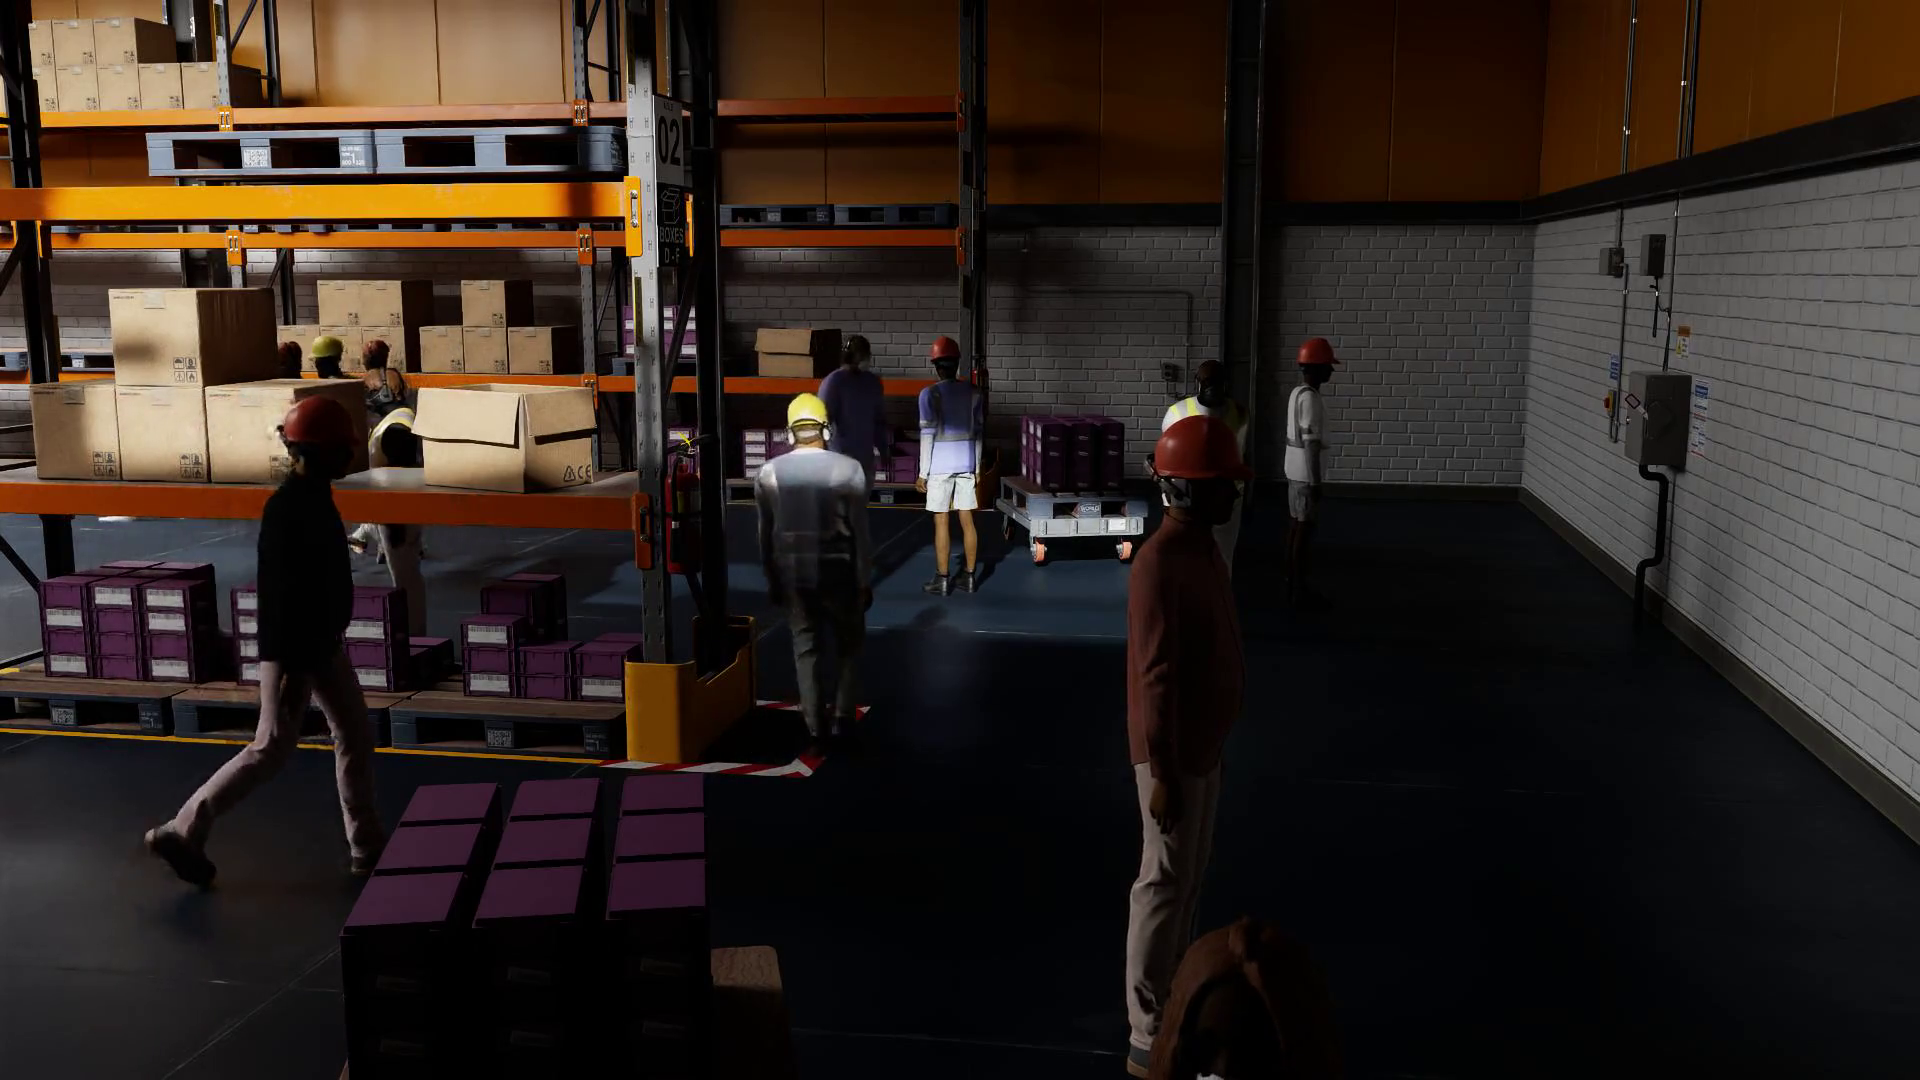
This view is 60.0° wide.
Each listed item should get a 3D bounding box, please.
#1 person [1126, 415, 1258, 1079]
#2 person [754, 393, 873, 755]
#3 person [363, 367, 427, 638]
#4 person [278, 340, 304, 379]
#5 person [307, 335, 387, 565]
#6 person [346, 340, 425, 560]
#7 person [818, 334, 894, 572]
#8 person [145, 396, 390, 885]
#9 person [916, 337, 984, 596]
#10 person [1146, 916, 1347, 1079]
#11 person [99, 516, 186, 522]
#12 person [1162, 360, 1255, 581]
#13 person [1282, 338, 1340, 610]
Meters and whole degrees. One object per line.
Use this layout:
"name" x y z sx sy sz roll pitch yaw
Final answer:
"person" 0.678 0.620 4.975 0.381 1.993 0.622 3 10 20
"person" -0.717 0.172 8.336 0.604 1.802 0.443 2 9 11
"person" -3.470 -0.141 10.206 0.429 1.837 0.628 -4 10 -22
"person" -5.116 -0.591 12.828 0.573 1.887 0.354 6 11 31
"person" -4.870 -0.679 13.269 0.608 1.916 0.617 3 10 17
"person" -4.918 -0.744 13.931 0.946 1.837 0.578 2 9 10
"person" -0.845 -0.675 13.236 0.421 1.918 0.666 7 12 38
"person" -2.657 0.412 6.454 0.969 1.955 0.645 -1 9 -6
"person" -0.088 -0.545 12.413 0.542 1.928 0.374 -5 11 -30
"person" 0.339 1.263 2.102 0.500 1.636 0.284 4 10 23
"person" -7.852 -1.087 16.064 0.917 1.837 0.528 -1 9 -5
"person" 1.626 -0.257 10.893 0.632 1.842 0.429 -1 9 -6
"person" 2.519 -0.476 11.950 0.363 1.939 0.542 0 9 1
